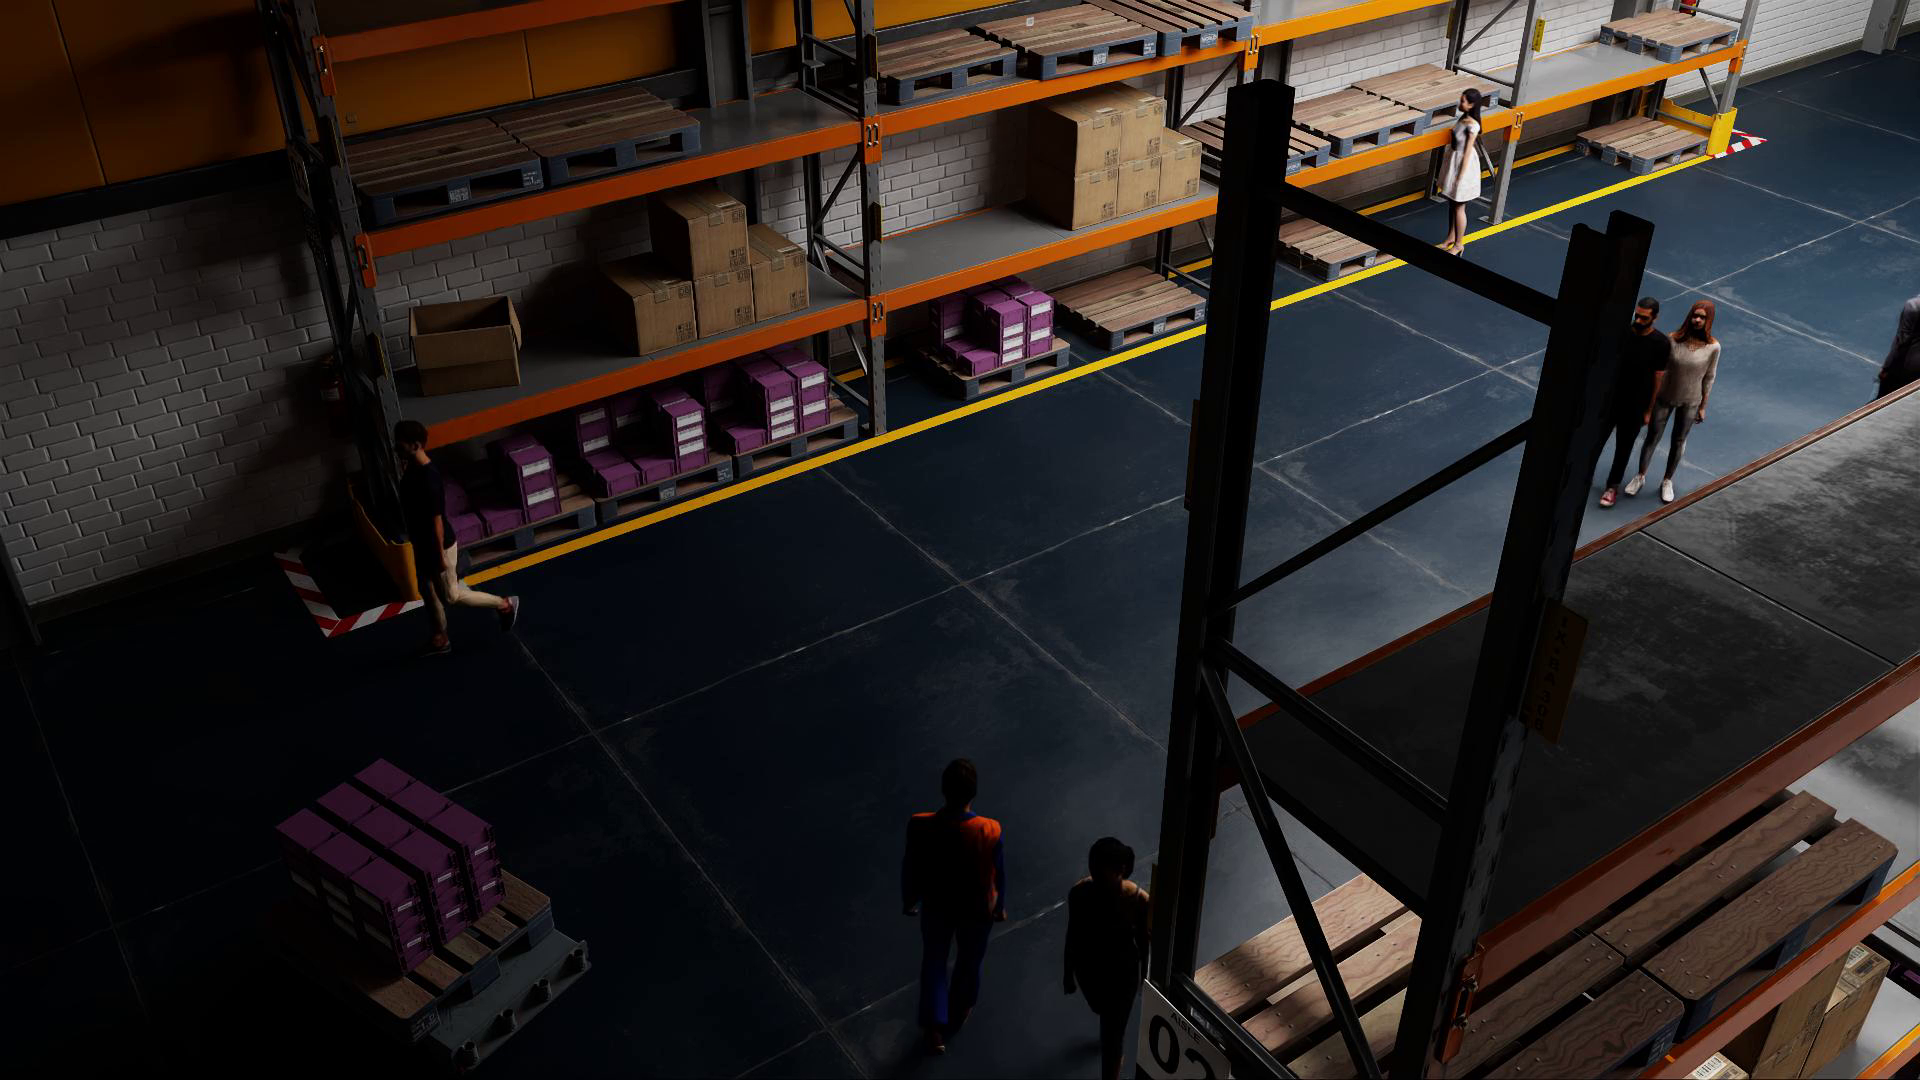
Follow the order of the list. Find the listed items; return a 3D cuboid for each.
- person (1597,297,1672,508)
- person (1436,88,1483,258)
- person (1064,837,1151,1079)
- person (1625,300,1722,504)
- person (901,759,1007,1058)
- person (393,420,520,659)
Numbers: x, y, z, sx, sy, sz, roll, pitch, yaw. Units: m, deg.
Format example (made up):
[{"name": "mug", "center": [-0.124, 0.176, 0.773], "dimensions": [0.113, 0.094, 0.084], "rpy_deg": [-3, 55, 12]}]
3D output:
[{"name": "person", "center": [5.236, -1.097, 13.027], "dimensions": [0.693, 1.756, 0.691], "rpy_deg": [24, 41, 32]}, {"name": "person", "center": [5.106, -3.742, 16.995], "dimensions": [0.819, 1.769, 0.782], "rpy_deg": [0, 34, 0]}, {"name": "person", "center": [0.730, 2.085, 8.301], "dimensions": [1.040, 1.689, 1.145], "rpy_deg": [6, 34, 9]}, {"name": "person", "center": [5.649, -1.116, 13.094], "dimensions": [0.693, 1.713, 0.706], "rpy_deg": [15, 37, 21]}, {"name": "person", "center": [-0.029, 1.909, 8.422], "dimensions": [1.042, 1.848, 1.094], "rpy_deg": [5, 34, 7]}, {"name": "person", "center": [-3.489, -0.003, 11.309], "dimensions": [1.015, 1.836, 0.673], "rpy_deg": [-19, 38, -26]}]
